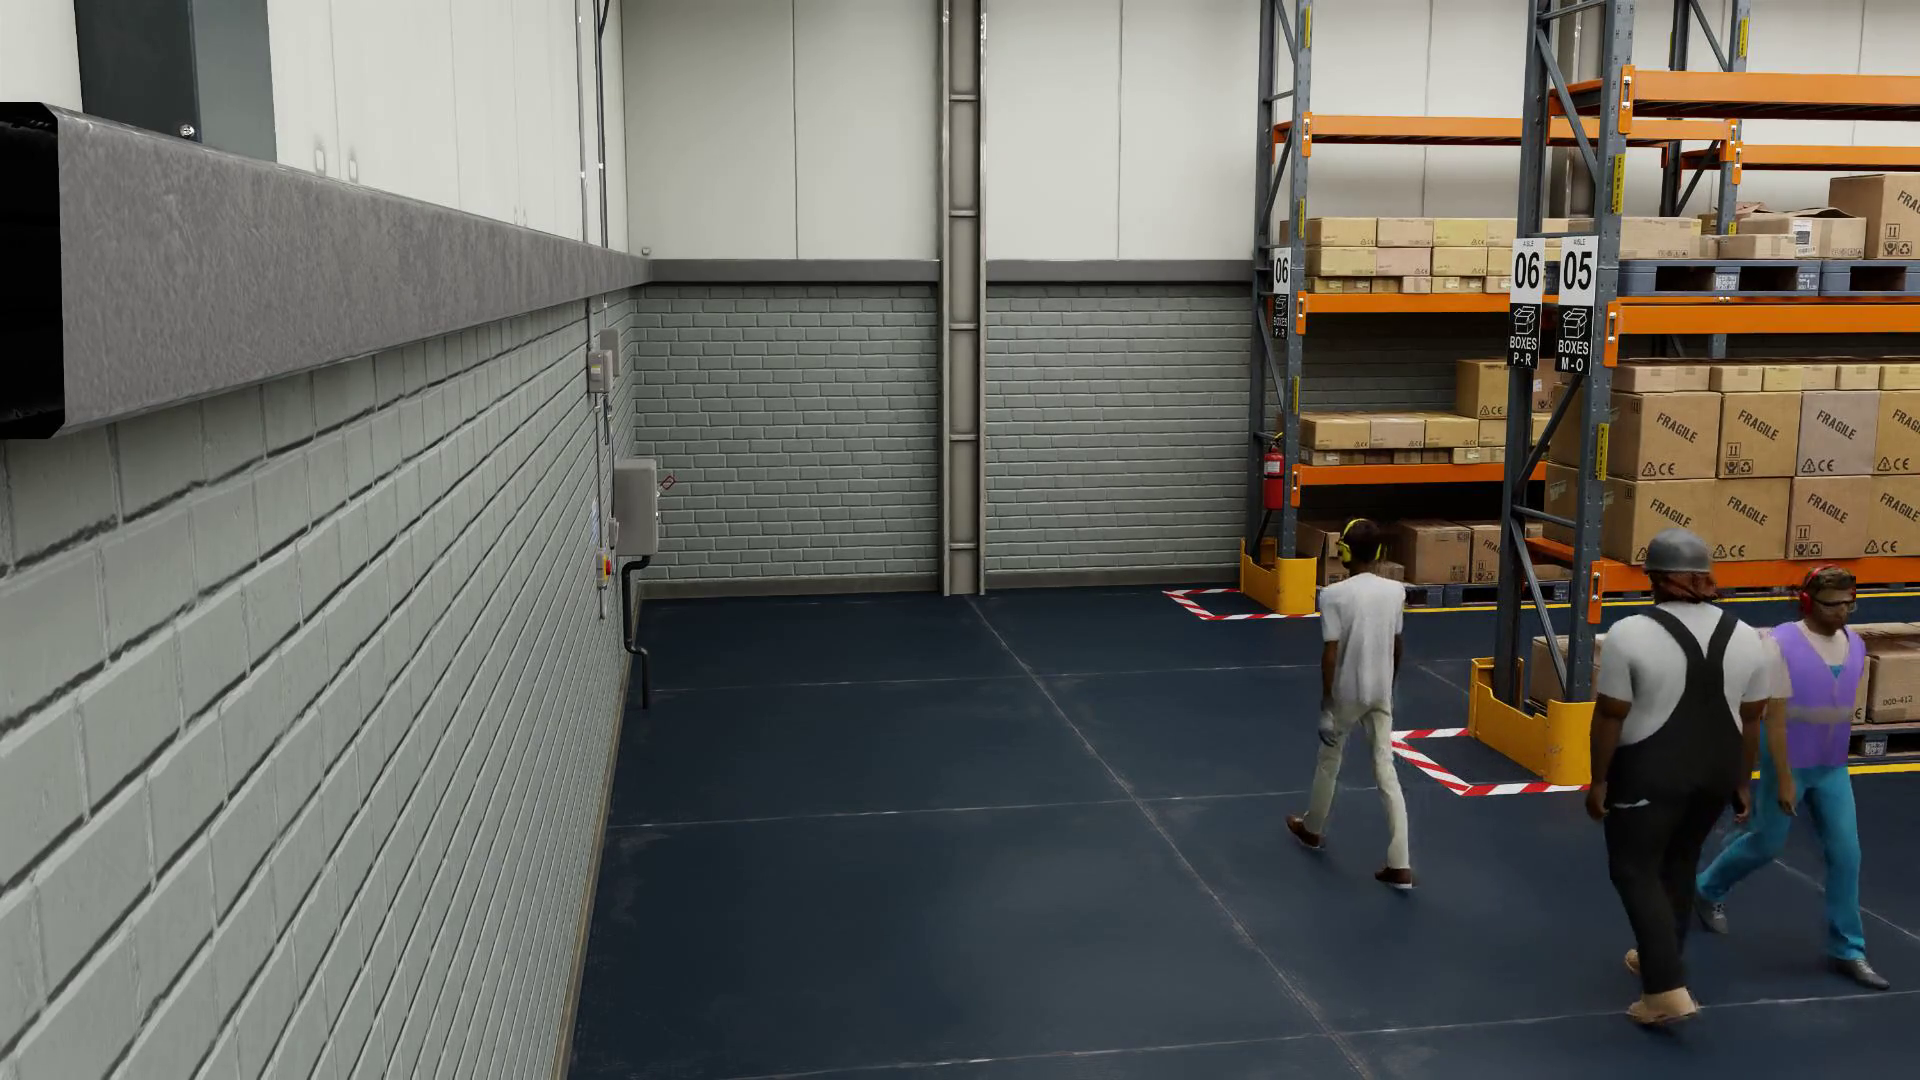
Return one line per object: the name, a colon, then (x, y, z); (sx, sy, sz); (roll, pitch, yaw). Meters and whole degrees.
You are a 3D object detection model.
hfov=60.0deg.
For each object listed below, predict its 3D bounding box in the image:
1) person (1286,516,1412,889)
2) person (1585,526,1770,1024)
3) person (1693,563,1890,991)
person: (2.001, 0.783, 8.376); (0.541, 1.815, 1.023); (-3, 10, -17)
person: (2.928, 0.932, 6.751); (0.698, 2.000, 0.777); (-1, 9, -8)
person: (3.659, 0.966, 7.290); (0.554, 1.804, 0.895); (-3, 10, -17)
